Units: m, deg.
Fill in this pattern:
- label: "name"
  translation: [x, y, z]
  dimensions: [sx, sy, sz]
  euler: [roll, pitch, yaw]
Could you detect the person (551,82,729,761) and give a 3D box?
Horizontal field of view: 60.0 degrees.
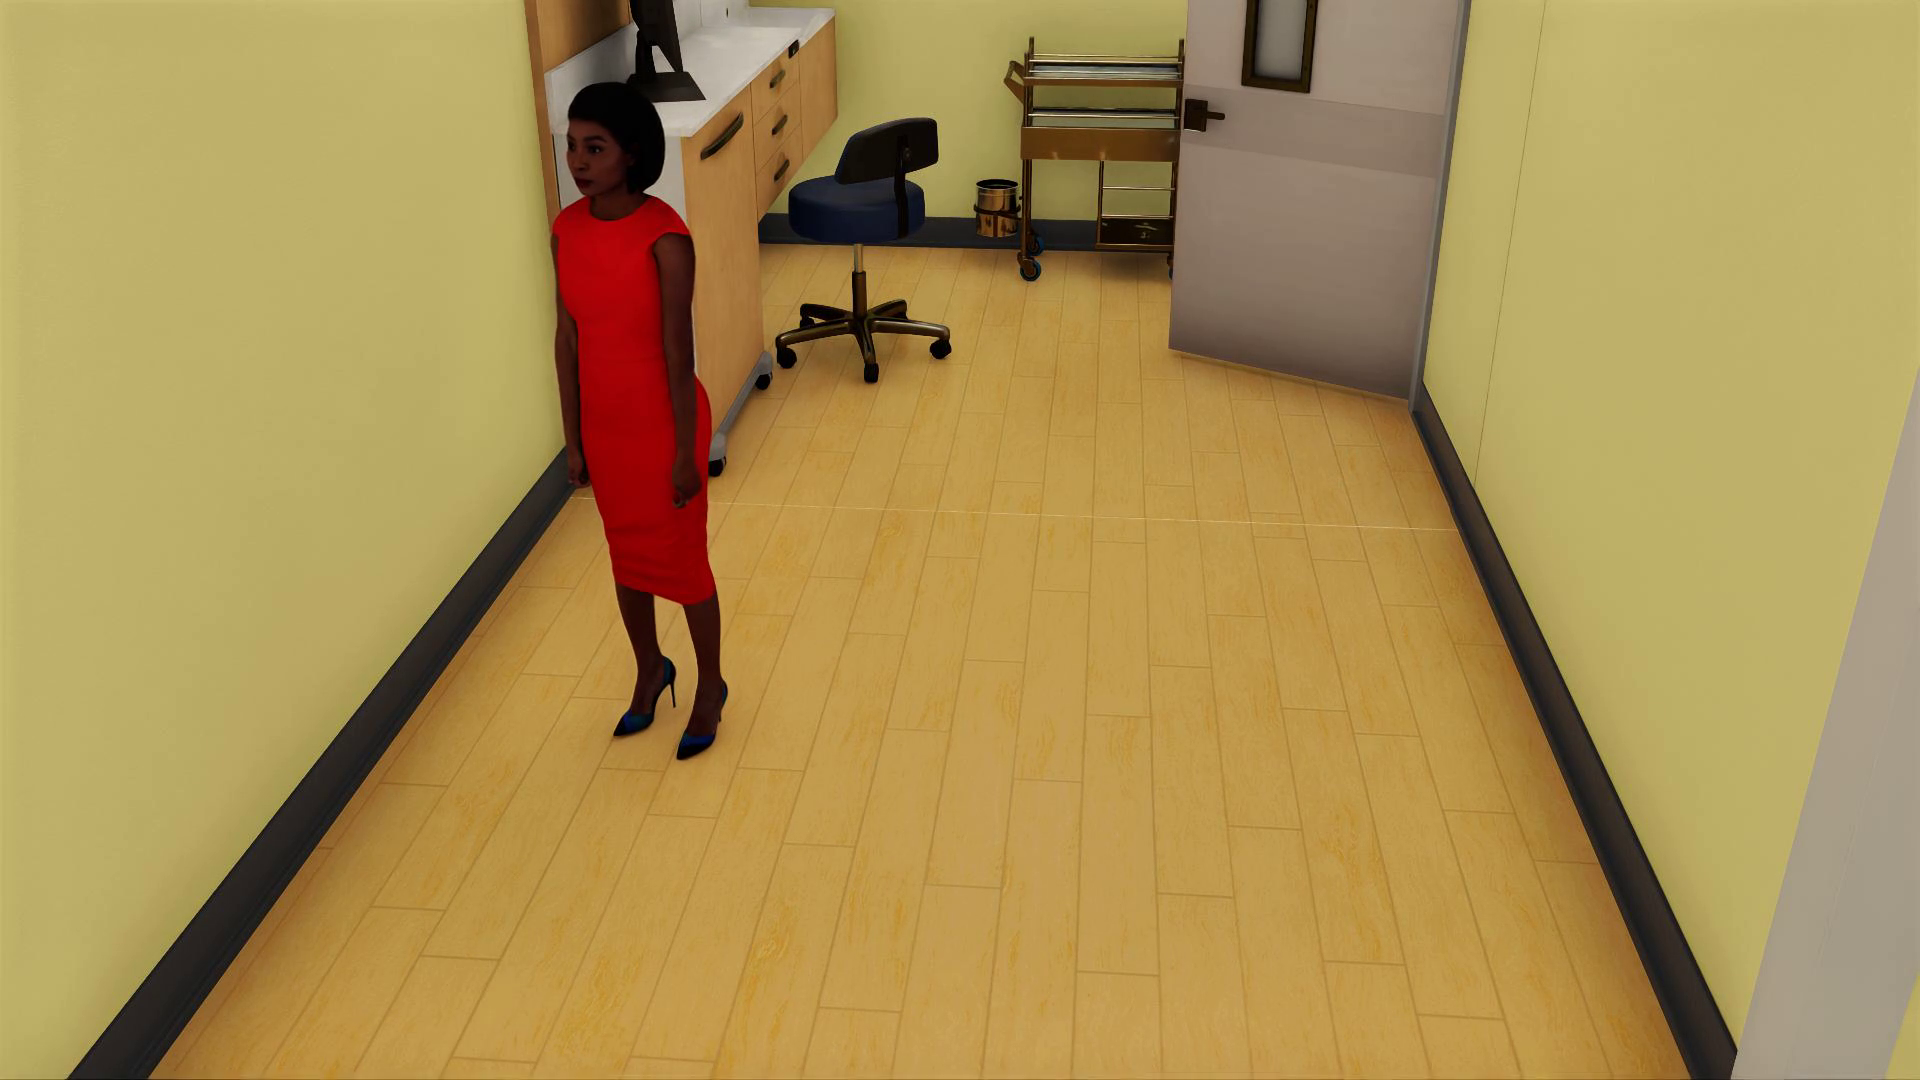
- label: "person"
  translation: [-0.783, -0.259, 4.166]
  dimensions: [0.556, 1.740, 0.680]
  euler: [12, 28, 23]
